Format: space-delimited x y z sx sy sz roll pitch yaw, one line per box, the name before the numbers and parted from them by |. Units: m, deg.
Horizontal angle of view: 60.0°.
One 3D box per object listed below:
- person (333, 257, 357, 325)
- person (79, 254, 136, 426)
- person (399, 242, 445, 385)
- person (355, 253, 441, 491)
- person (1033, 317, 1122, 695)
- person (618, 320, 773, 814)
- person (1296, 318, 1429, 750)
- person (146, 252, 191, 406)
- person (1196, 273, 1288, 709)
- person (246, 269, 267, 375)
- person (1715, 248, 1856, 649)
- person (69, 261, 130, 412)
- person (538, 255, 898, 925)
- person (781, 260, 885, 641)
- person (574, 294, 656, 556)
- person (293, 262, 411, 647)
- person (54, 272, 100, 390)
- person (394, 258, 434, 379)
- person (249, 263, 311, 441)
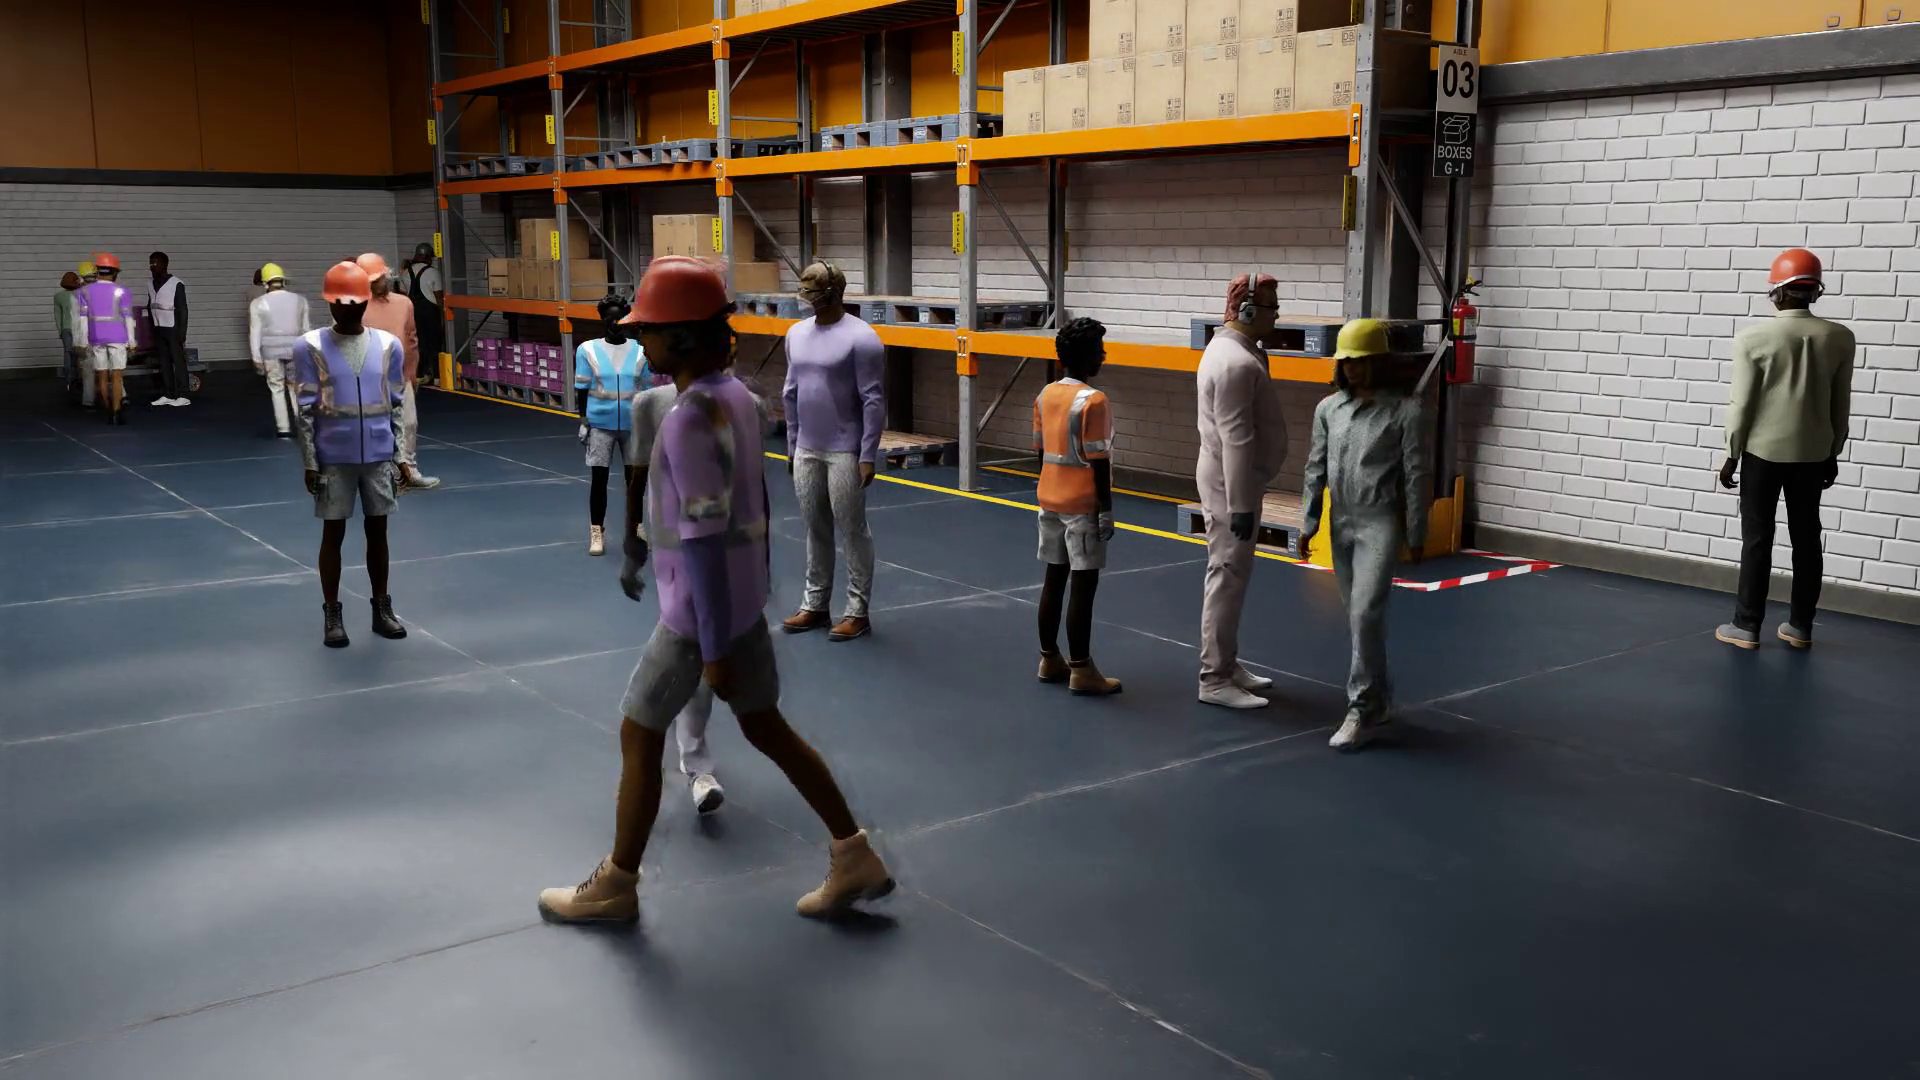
person | -7.737 -2.692 21.304 0.585 1.860 0.848 -8 13 -40
person | -9.505 -2.221 18.600 0.603 1.901 0.766 -1 10 -5
person | -7.645 -3.253 23.912 0.688 2.000 0.535 3 11 19
person | -4.529 -1.292 13.200 0.500 1.944 0.740 8 13 38
person | 0.529 -0.153 7.508 0.315 1.696 0.541 -5 11 -28
person | -0.947 0.061 6.028 0.529 1.796 1.029 -3 11 -18
person | 1.587 -0.027 6.741 0.716 1.715 0.481 -9 13 -41
person | -9.883 -2.631 20.772 0.597 1.916 0.372 4 11 23
person | 1.231 -0.213 7.300 0.399 1.897 0.647 1 10 7
person | -10.707 -3.356 25.628 0.498 1.633 0.279 -5 12 -28
person | 4.102 -0.442 8.291 0.611 1.995 0.375 0 10 -2
person | -10.361 -2.421 19.946 0.577 1.844 0.610 6 12 30
person | -0.696 0.178 4.853 1.057 1.998 0.612 2 10 9
person | -0.656 -0.453 8.520 0.629 1.936 0.372 8 13 38
person | -2.233 -0.747 10.832 0.529 1.697 0.321 -3 11 -18
person | -3.050 -0.432 8.419 0.547 1.930 0.384 -7 12 -35
person | -12.203 -2.873 22.920 0.501 1.633 0.283 1 10 5
person | -8.005 -3.255 24.599 0.450 1.804 0.650 9 14 42
person | -6.955 -1.916 17.041 0.624 1.816 0.422 -8 13 -38
